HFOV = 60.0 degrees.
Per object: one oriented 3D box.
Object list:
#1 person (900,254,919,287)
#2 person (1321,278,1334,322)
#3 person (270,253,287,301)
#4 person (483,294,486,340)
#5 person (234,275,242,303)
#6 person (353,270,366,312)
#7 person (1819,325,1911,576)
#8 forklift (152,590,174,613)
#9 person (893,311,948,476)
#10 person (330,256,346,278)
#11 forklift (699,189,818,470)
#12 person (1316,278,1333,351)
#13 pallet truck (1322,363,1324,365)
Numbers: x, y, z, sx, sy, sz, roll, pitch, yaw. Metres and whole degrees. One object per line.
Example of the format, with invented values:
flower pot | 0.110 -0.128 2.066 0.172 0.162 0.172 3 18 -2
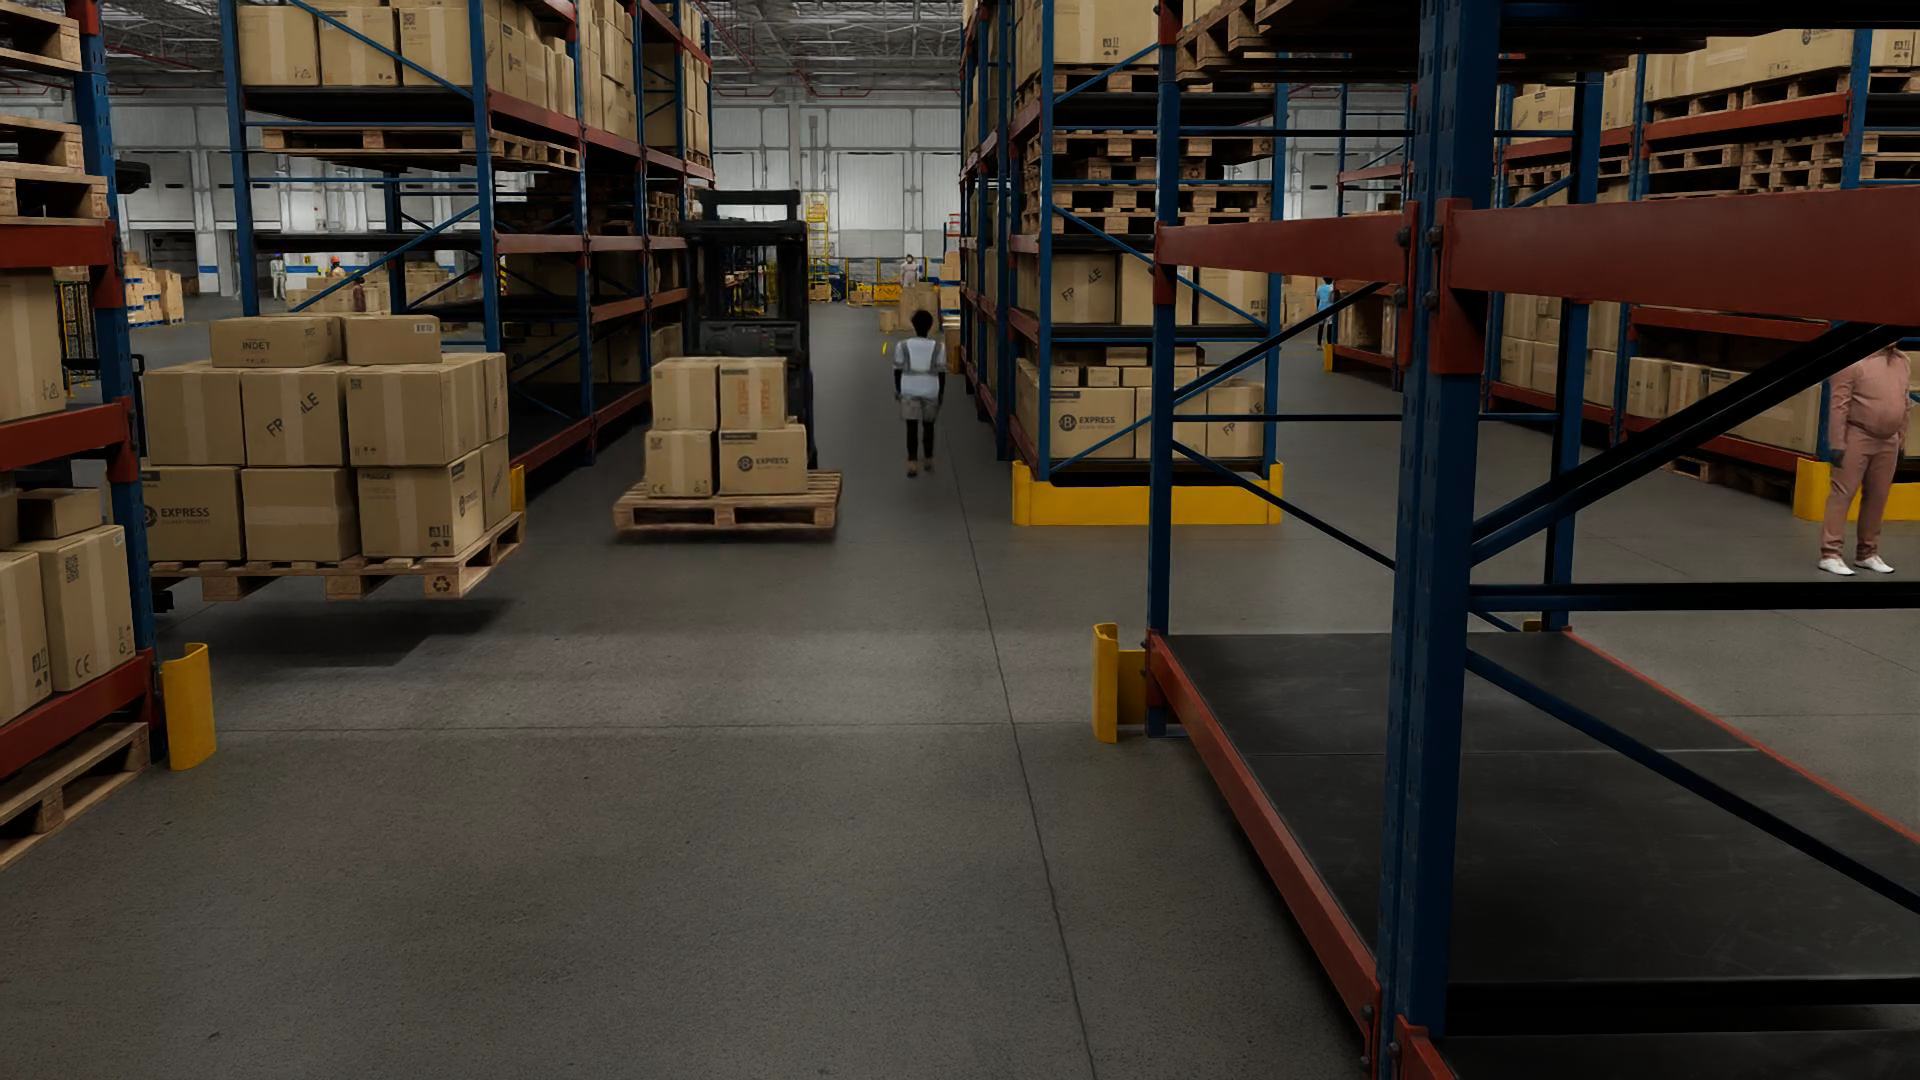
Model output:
person | -1.658 -8.503 55.116 0.629 1.940 0.376 -1 10 -3
person | 10.854 -7.355 48.718 0.371 1.940 0.627 -7 12 -33
person | -27.028 -10.453 65.980 0.604 1.937 0.403 -8 13 -37
person | -11.123 -5.754 39.759 0.651 1.941 0.630 -3 11 -15
person | -27.142 -9.846 62.899 0.588 1.840 0.571 -6 12 -31
person | -12.395 -4.696 34.390 0.311 1.768 0.532 -4 11 -21
person | 6.421 -0.693 11.730 0.648 1.900 0.400 -3 10 -14
forklift | -5.858 -0.811 9.639 1.873 2.768 1.129 -1 10 -3
person | -0.399 -1.480 16.793 0.544 1.656 0.882 0 10 -2
person | -17.457 -6.987 46.687 0.376 1.931 0.542 1 10 8
forklift | -1.957 -1.916 15.795 1.129 2.768 1.873 0 10 -2
person | 7.903 -4.915 35.796 0.317 1.695 0.540 -9 14 -42
pallet truck | 7.712 -4.157 30.737 1.885 1.965 0.823 3 11 16
